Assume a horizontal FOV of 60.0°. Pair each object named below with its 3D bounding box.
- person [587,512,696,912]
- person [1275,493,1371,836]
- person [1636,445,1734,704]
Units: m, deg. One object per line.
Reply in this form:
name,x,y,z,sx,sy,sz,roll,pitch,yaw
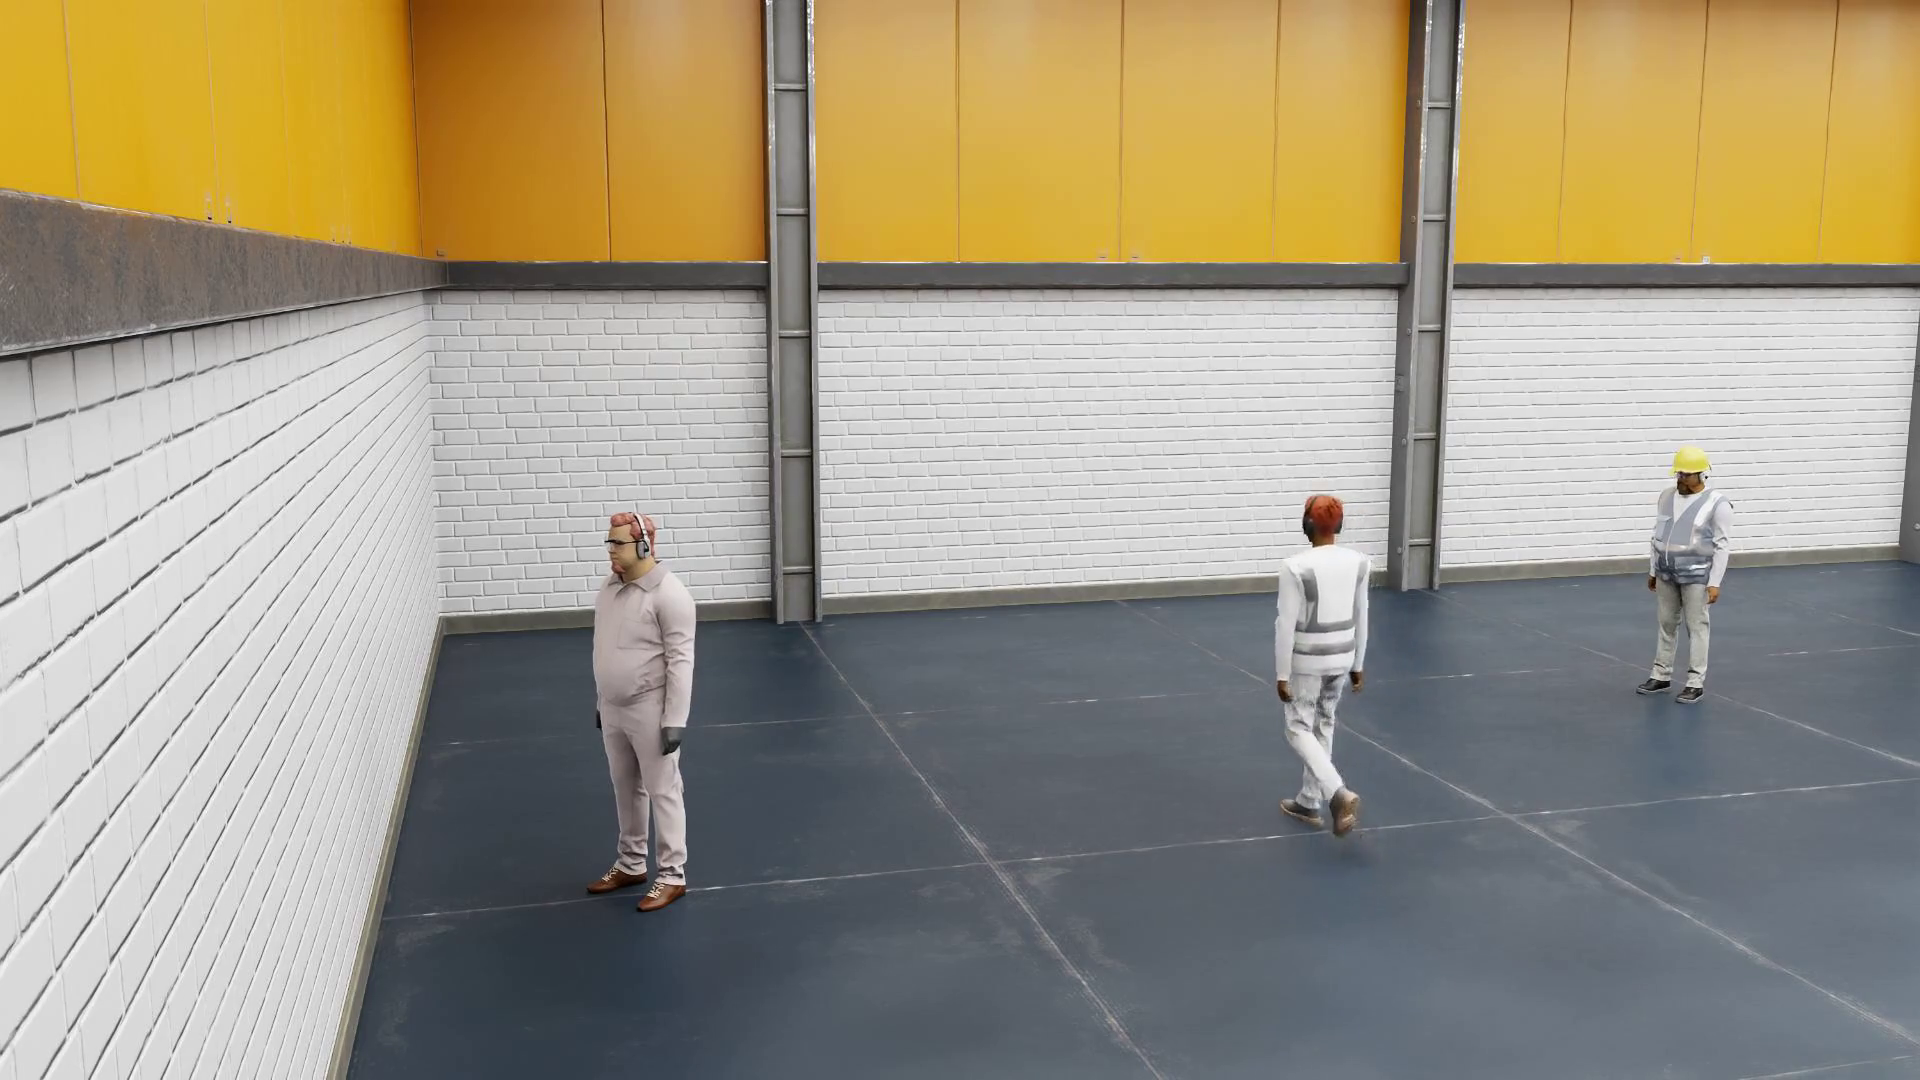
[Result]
person,-1.554,0.810,7.985,0.646,1.908,0.408,8,12,40
person,1.970,0.679,8.943,0.583,1.864,0.712,-4,10,-22
person,5.135,0.238,11.802,0.403,1.828,0.588,-5,11,-30
